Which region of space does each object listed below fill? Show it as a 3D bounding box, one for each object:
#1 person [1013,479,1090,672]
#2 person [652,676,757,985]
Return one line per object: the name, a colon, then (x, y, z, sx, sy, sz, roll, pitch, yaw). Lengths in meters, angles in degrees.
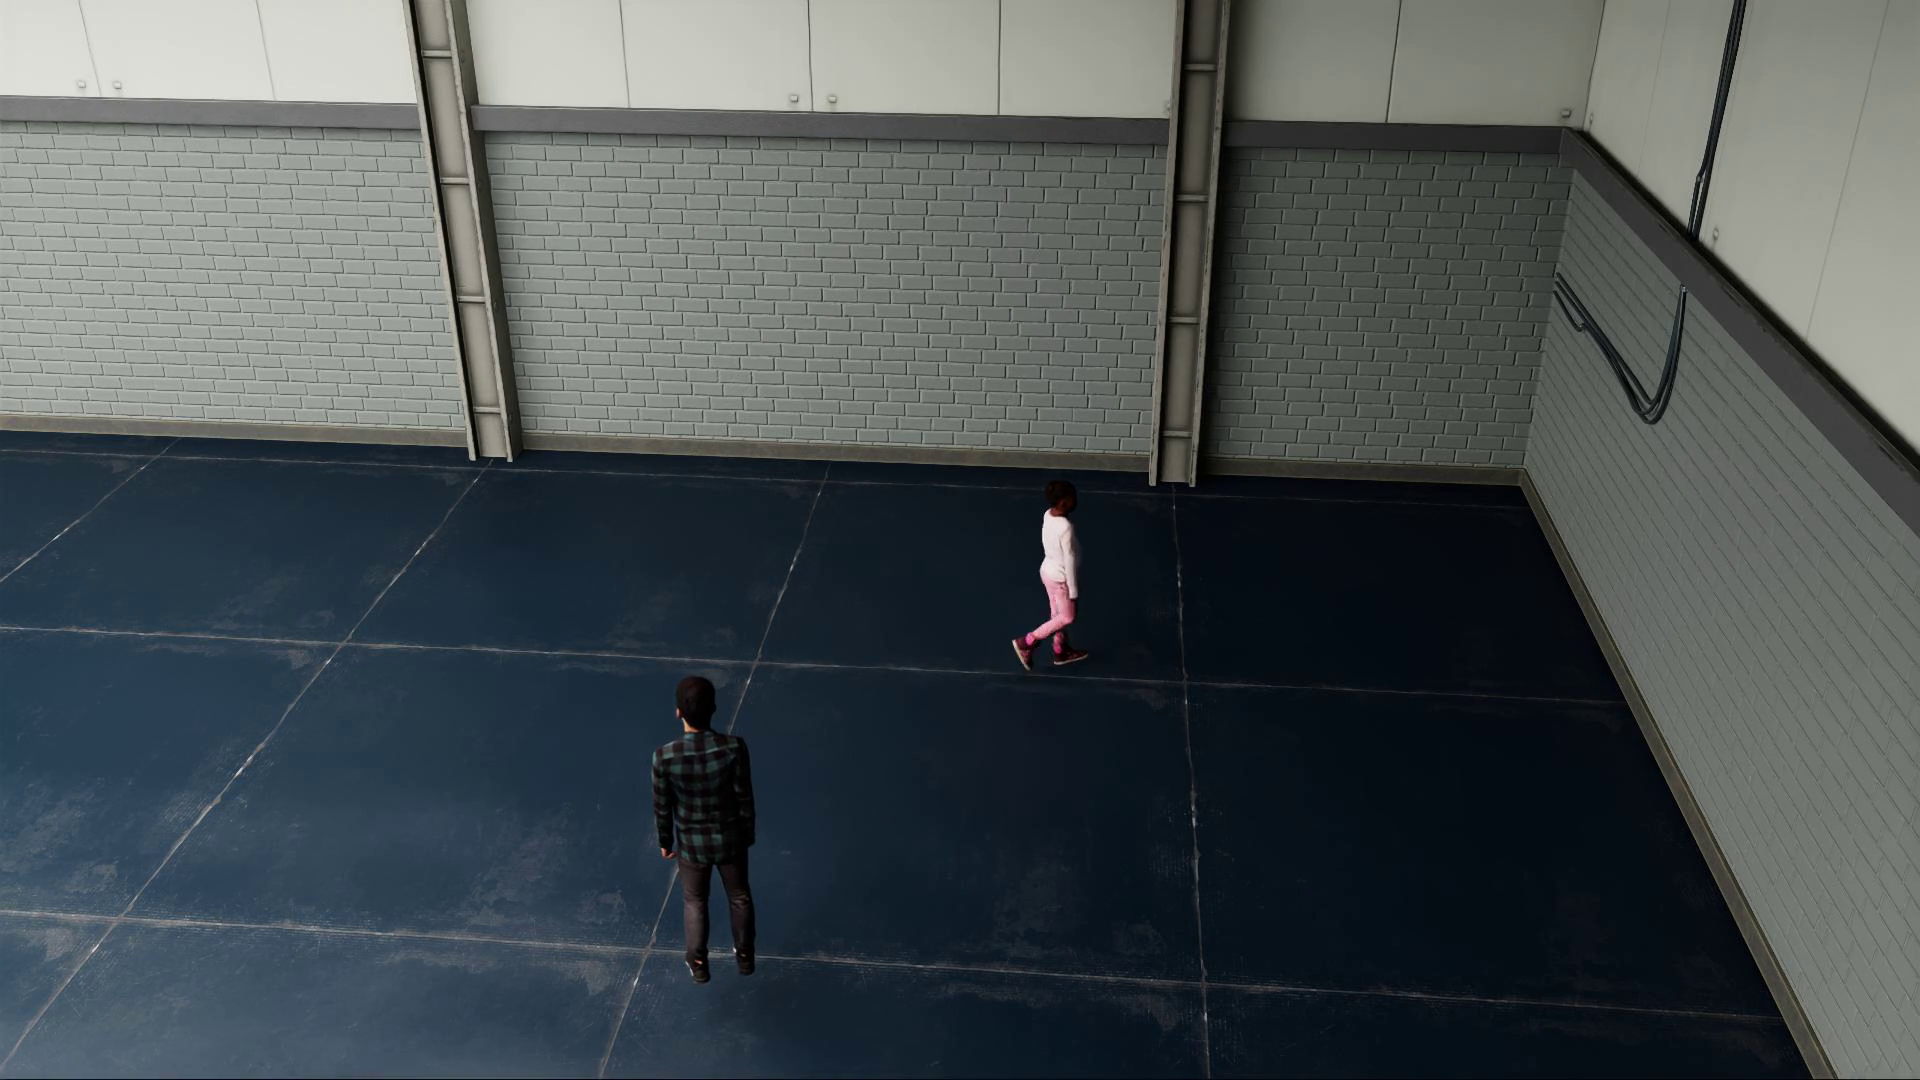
person: (0.624, 0.254, 11.299, 0.897, 1.434, 0.735, -8, 28, -15)
person: (-1.225, 1.425, 8.180, 0.581, 1.710, 0.747, -4, 28, -8)
